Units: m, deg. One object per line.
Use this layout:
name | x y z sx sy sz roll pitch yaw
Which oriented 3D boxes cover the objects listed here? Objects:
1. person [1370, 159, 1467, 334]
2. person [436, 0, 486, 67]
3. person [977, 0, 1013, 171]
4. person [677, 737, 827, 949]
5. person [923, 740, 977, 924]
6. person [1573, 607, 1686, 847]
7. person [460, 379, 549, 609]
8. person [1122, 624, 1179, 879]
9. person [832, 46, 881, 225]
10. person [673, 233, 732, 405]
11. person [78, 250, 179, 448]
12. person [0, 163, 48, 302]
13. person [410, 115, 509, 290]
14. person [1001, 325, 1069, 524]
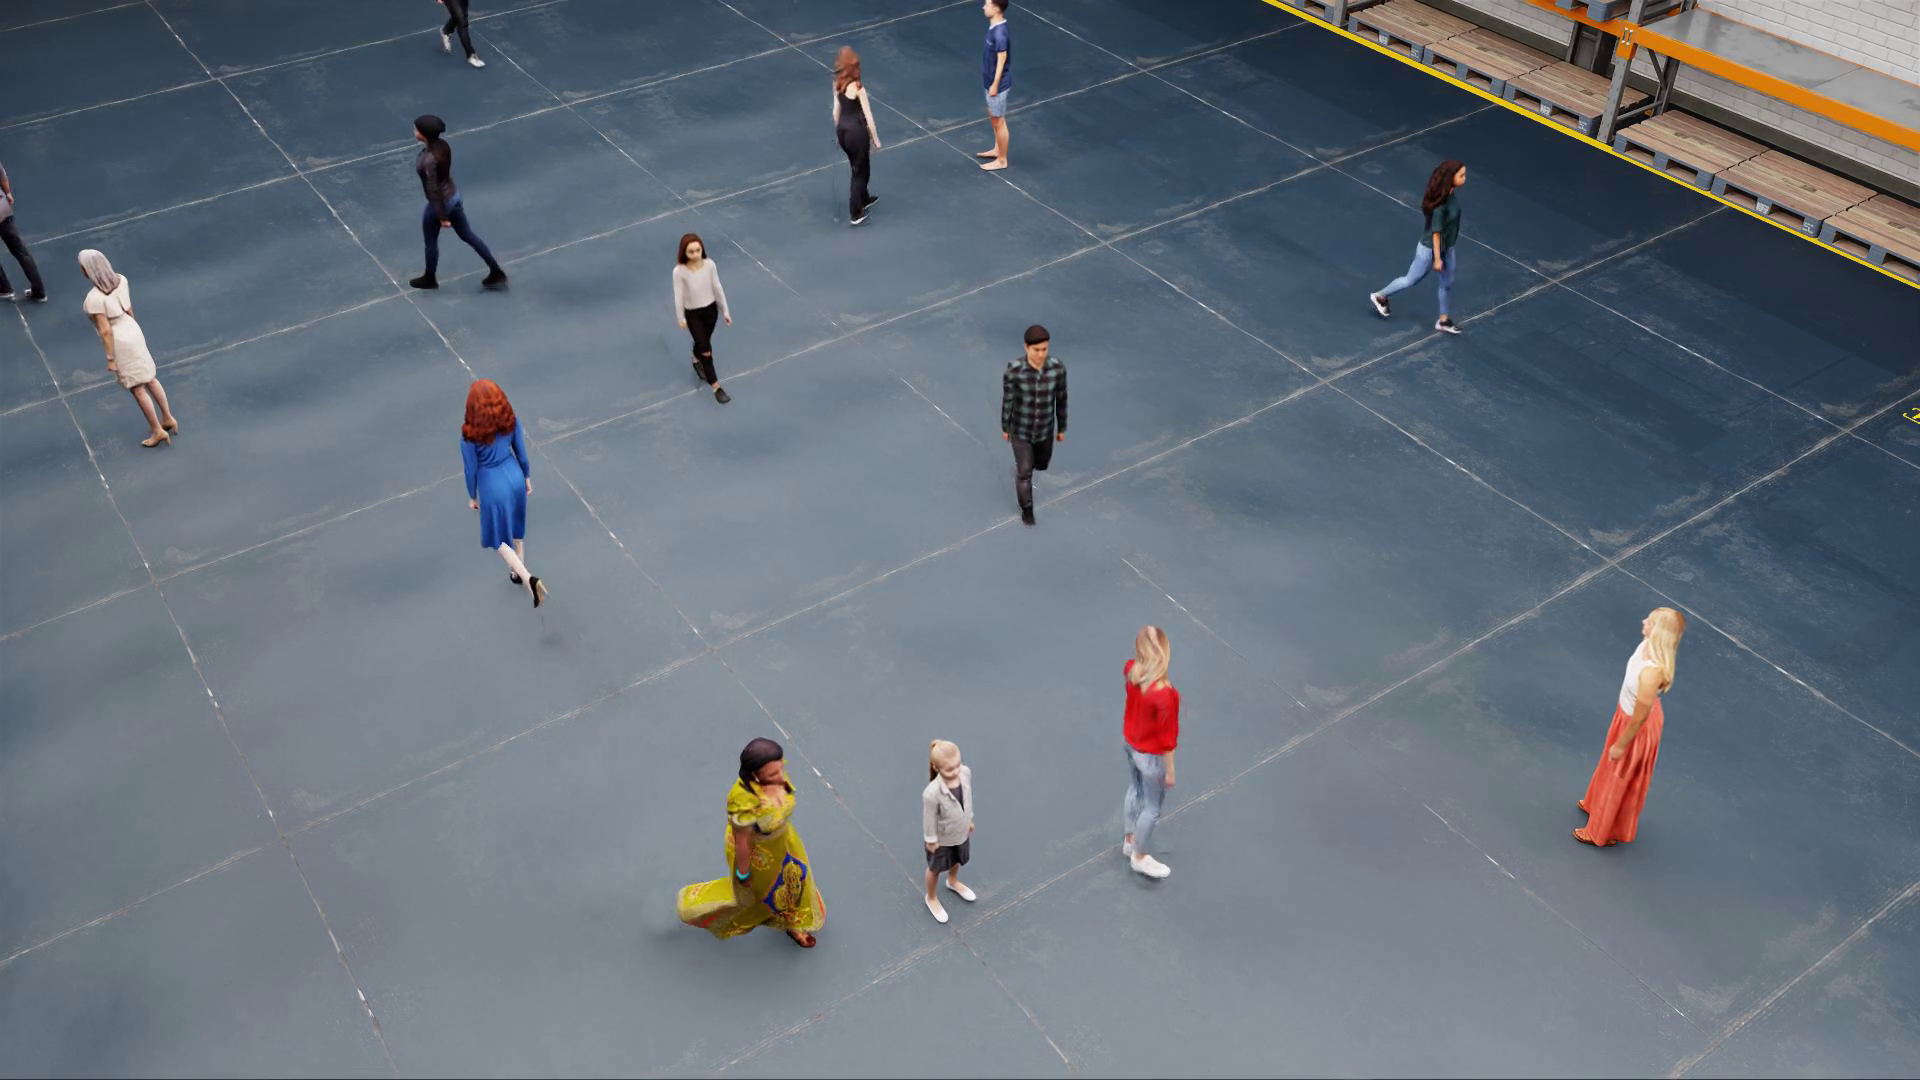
person | 4.064 -2.568 14.542 1.167 1.586 0.867 22 44 25
person | -5.905 -6.374 19.185 1.118 1.738 0.804 27 46 30
person | 0.383 -4.710 17.012 0.775 1.850 0.674 -1 39 -2
person | -1.163 1.673 9.195 1.158 1.630 1.038 12 40 15
person | -0.073 1.638 9.525 0.528 1.273 0.545 -30 47 -32
person | 3.959 1.103 9.773 0.746 1.801 0.727 16 41 19
person | -3.132 -0.265 11.478 0.675 1.810 0.934 -29 47 -31
person | 1.092 1.241 9.693 0.841 1.685 0.516 -11 40 -13
person | -1.087 -3.874 16.070 0.763 1.720 0.742 -32 48 -33
person | -2.176 -1.904 13.828 0.530 1.440 0.956 -23 44 -26
person | -6.561 -1.507 13.093 0.750 1.735 0.688 5 39 7
person | -8.559 -2.905 14.774 1.005 1.824 0.948 16 41 19
person | -4.558 -3.011 14.999 1.175 1.707 1.118 5 39 7
person | 0.522 -0.903 12.521 0.927 1.690 1.091 -7 39 -8
